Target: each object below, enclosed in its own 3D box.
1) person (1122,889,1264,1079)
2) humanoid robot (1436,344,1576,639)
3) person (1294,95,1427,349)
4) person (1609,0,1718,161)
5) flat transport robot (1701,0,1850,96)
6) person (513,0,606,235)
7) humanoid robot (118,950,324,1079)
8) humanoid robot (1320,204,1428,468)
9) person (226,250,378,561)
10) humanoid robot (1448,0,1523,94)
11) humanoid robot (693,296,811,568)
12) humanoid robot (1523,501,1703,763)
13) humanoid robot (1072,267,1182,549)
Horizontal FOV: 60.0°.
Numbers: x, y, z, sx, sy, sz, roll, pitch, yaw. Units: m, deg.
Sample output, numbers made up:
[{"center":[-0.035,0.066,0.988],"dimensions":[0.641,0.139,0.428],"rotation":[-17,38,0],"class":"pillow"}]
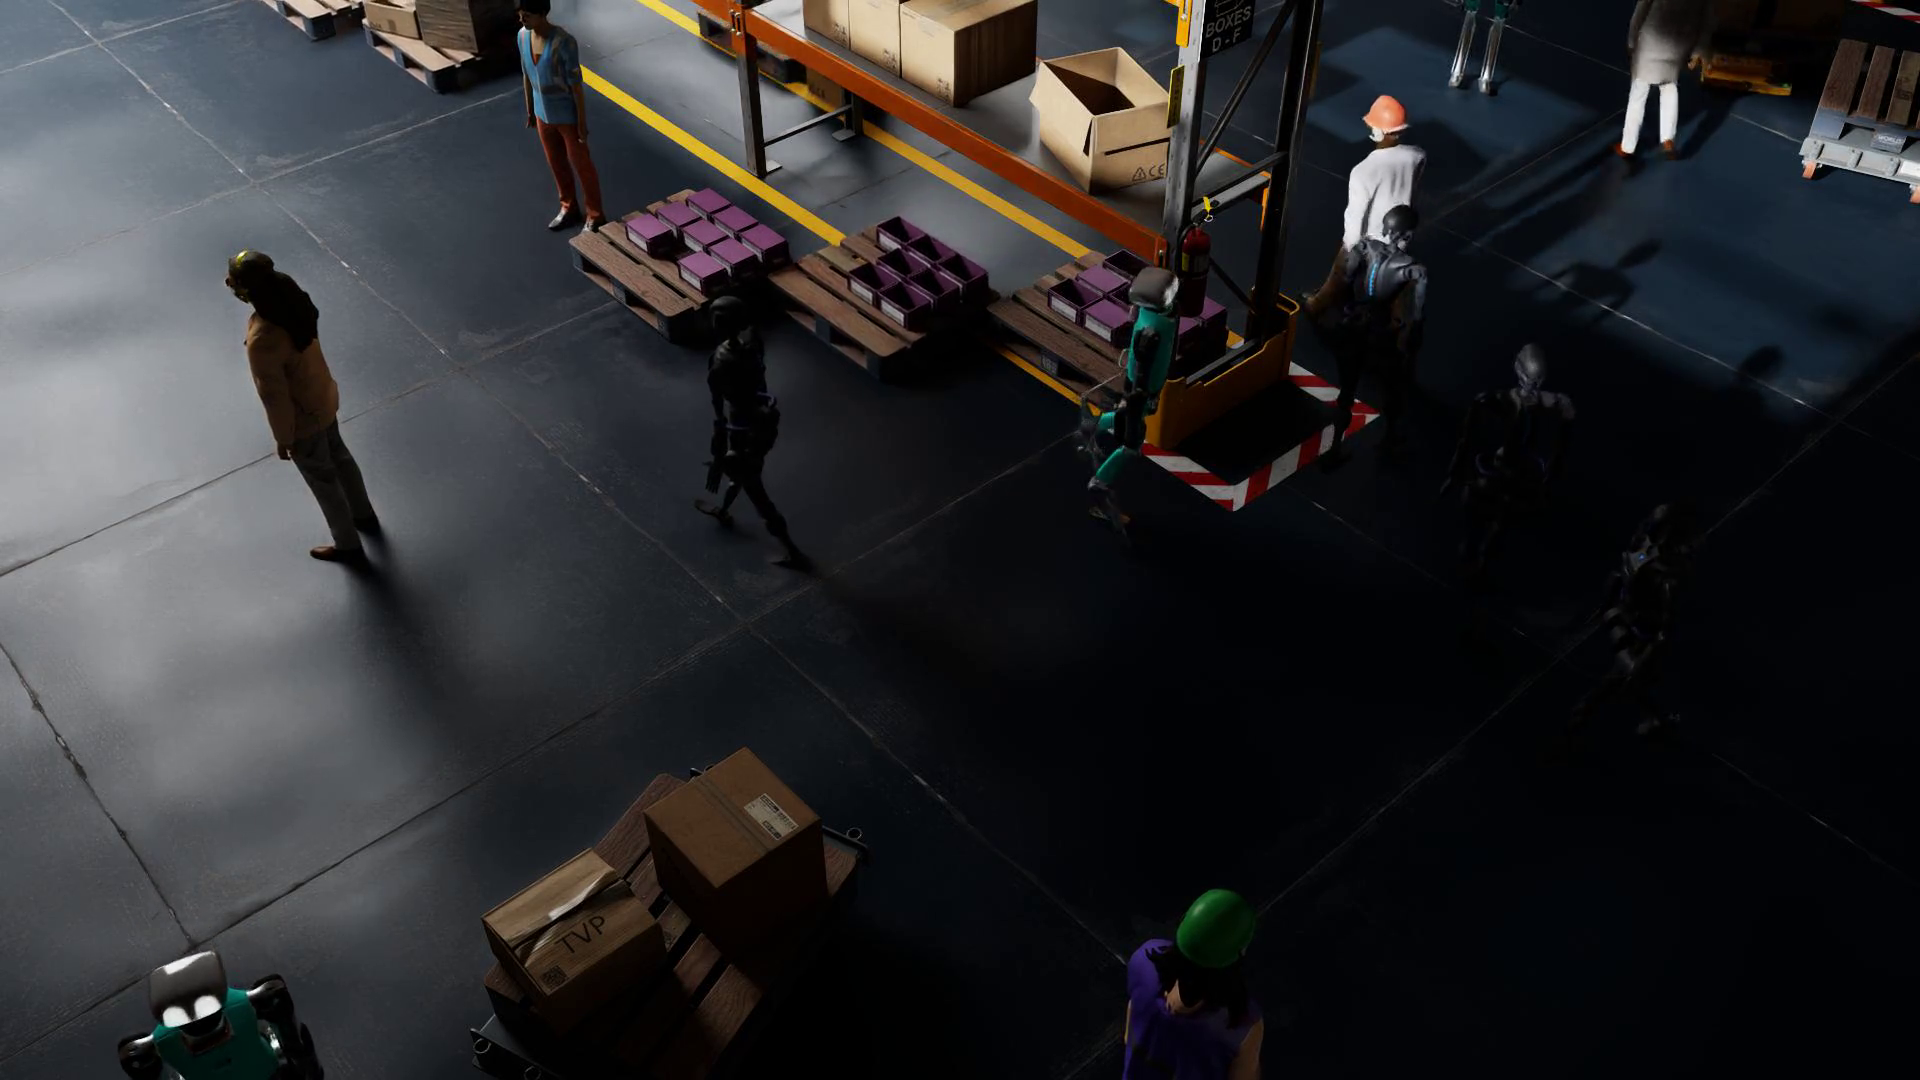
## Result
[{"center":[0.787,1.877,5.836],"dimensions":[0.427,1.924,0.528],"rotation":[-33,52,-30],"class":"person"},{"center":[2.743,-0.237,8.332],"dimensions":[0.589,1.634,0.698],"rotation":[1,43,2],"class":"humanoid robot"},{"center":[2.483,-1.896,10.094],"dimensions":[0.590,1.696,0.914],"rotation":[-19,46,-19],"class":"person"},{"center":[5.009,-3.529,11.795],"dimensions":[0.505,1.817,0.469],"rotation":[3,43,3],"class":"person"},{"center":[6.361,-4.037,13.486],"dimensions":[0.659,0.231,1.431],"rotation":[12,44,12],"class":"flat transport robot"},{"center":[-2.691,-2.843,11.089],"dimensions":[0.502,1.758,0.339],"rotation":[20,46,20],"class":"person"},{"center":[-2.591,1.877,5.971],"dimensions":[0.537,1.716,1.050],"rotation":[-23,47,-23],"class":"humanoid robot"},{"center":[2.357,-1.163,9.337],"dimensions":[0.656,1.637,0.588],"rotation":[-32,51,-30],"class":"humanoid robot"},{"center":[-3.406,-0.686,8.665],"dimensions":[0.389,1.871,0.563],"rotation":[0,43,0],"class":"person"},{"center":[4.017,-4.230,12.545],"dimensions":[0.530,1.697,0.758],"rotation":[13,44,14],"class":"humanoid robot"},{"center":[-1.173,-0.561,8.696],"dimensions":[0.765,1.625,0.609],"rotation":[13,44,14],"class":"humanoid robot"},{"center":[3.144,0.430,7.631],"dimensions":[0.788,1.633,0.590],"rotation":[-1,43,-1],"class":"humanoid robot"},{"center":[0.792,-0.679,8.783],"dimensions":[0.703,1.829,0.592],"rotation":[12,44,13],"class":"humanoid robot"}]
